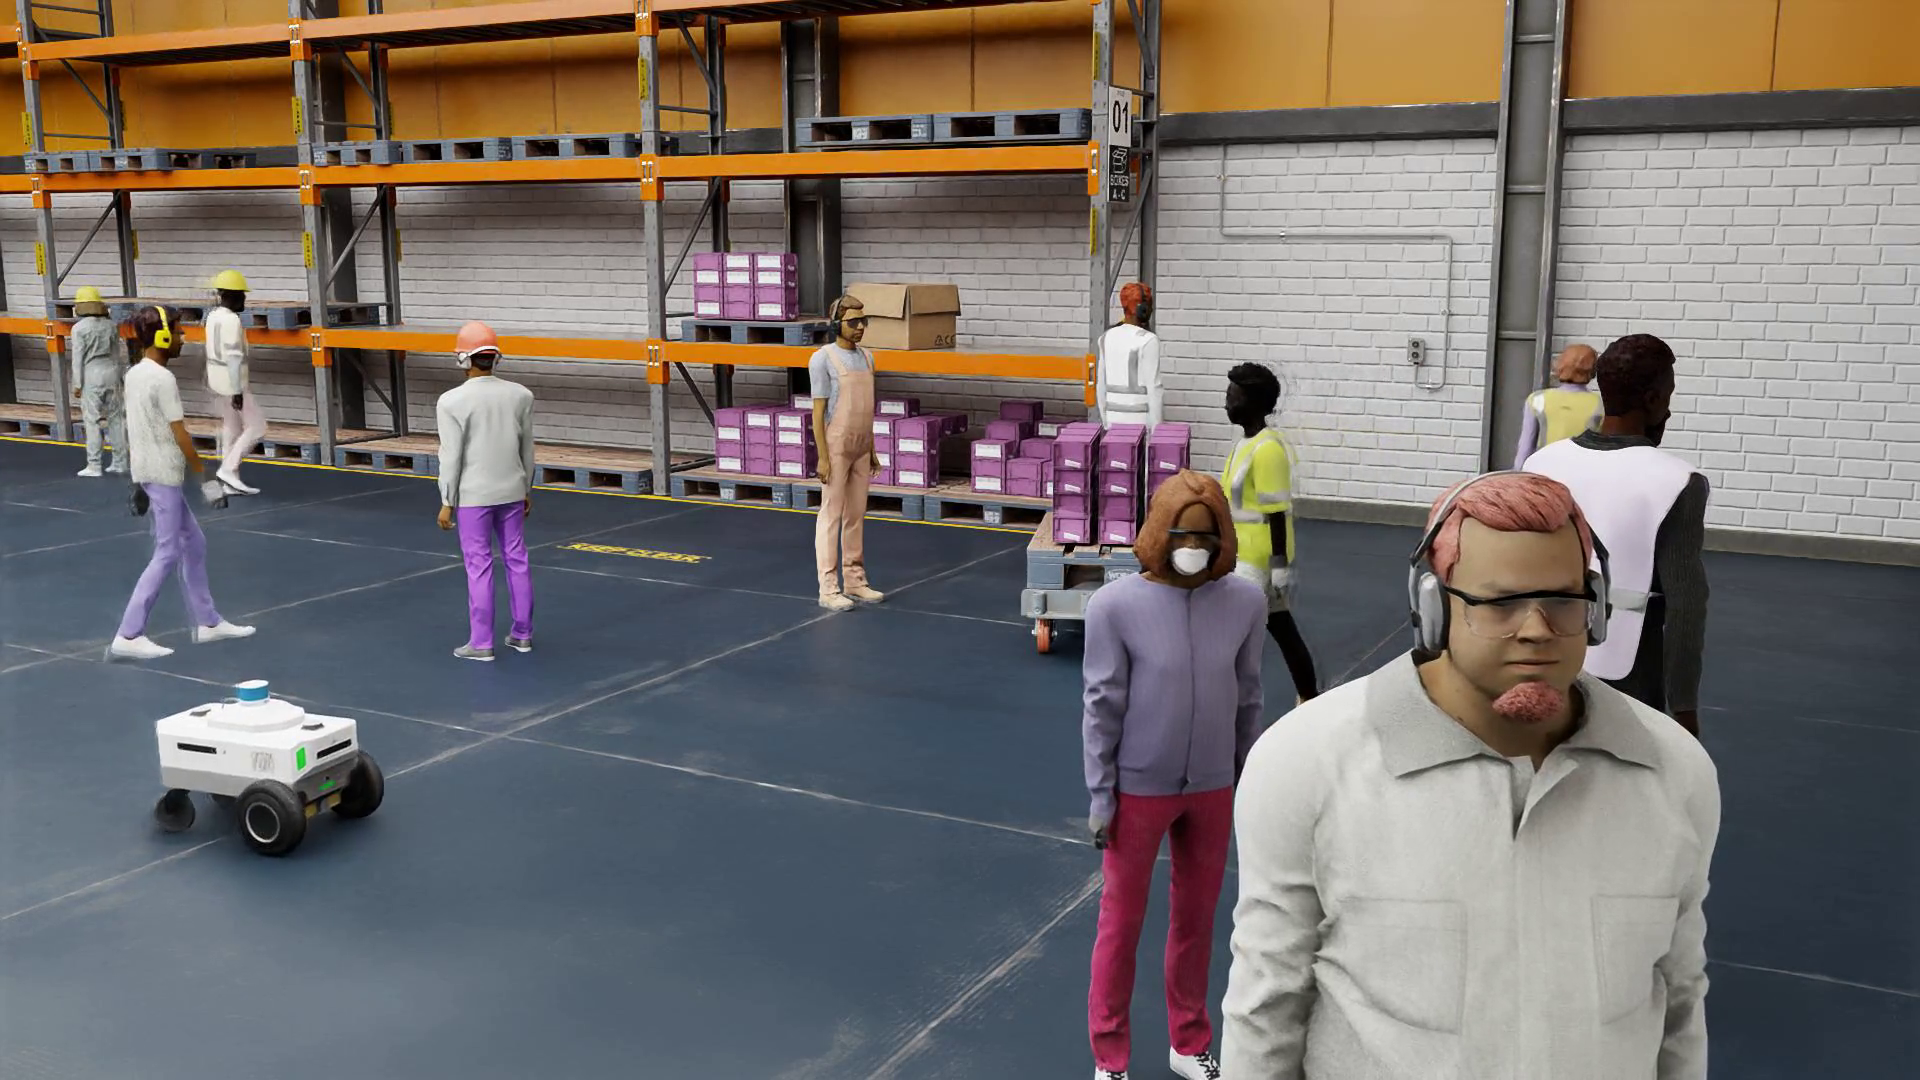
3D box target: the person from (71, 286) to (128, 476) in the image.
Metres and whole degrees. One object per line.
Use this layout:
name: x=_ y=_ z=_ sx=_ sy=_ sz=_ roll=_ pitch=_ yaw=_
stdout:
person: x=-7.945 y=-1.458 z=15.302 sx=0.307 sy=1.739 sz=0.488 roll=4 pitch=11 yaw=23

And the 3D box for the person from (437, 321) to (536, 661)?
person: x=-2.466 y=-0.253 z=8.643 sx=0.327 sy=1.753 sz=0.563 roll=9 pitch=14 yaw=40

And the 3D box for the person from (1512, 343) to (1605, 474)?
person: x=3.311 y=-0.263 z=9.047 sx=0.565 sy=1.620 sz=0.429 roll=7 pitch=12 yaw=32

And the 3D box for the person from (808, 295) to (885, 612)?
person: x=-0.663 y=-0.513 z=9.822 sx=0.345 sy=1.846 sz=0.508 roll=8 pitch=13 yaw=37

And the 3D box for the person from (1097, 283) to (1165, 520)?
person: x=1.157 y=-0.772 z=11.136 sx=0.360 sy=1.880 sz=0.605 roll=-7 pitch=13 yaw=-35

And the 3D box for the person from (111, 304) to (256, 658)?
person: x=-4.150 y=-0.307 z=8.719 sx=0.758 sy=1.841 sz=0.525 roll=-8 pitch=13 yaw=-39

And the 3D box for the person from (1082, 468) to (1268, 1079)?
person: x=0.537 y=0.630 z=4.135 sx=0.500 sy=1.633 sz=0.289 roll=-4 pitch=11 yaw=-19

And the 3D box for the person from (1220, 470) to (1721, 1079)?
person: x=0.655 y=0.857 z=2.136 sx=0.639 sy=1.911 sz=0.406 roll=-1 pitch=10 yaw=-3

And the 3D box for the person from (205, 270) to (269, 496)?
person: x=-6.086 y=-1.306 z=13.991 sx=0.431 sy=1.905 sz=0.625 roll=-8 pitch=13 yaw=-36

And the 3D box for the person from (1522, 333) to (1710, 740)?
person: x=1.834 y=0.374 z=4.761 sx=0.371 sy=1.916 sz=0.597 roll=-6 pitch=12 yaw=-31

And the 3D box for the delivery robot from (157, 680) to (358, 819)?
delivery robot: x=-2.585 y=0.761 z=6.120 sx=0.707 sy=0.478 sz=0.477 roll=4 pitch=11 yaw=20
